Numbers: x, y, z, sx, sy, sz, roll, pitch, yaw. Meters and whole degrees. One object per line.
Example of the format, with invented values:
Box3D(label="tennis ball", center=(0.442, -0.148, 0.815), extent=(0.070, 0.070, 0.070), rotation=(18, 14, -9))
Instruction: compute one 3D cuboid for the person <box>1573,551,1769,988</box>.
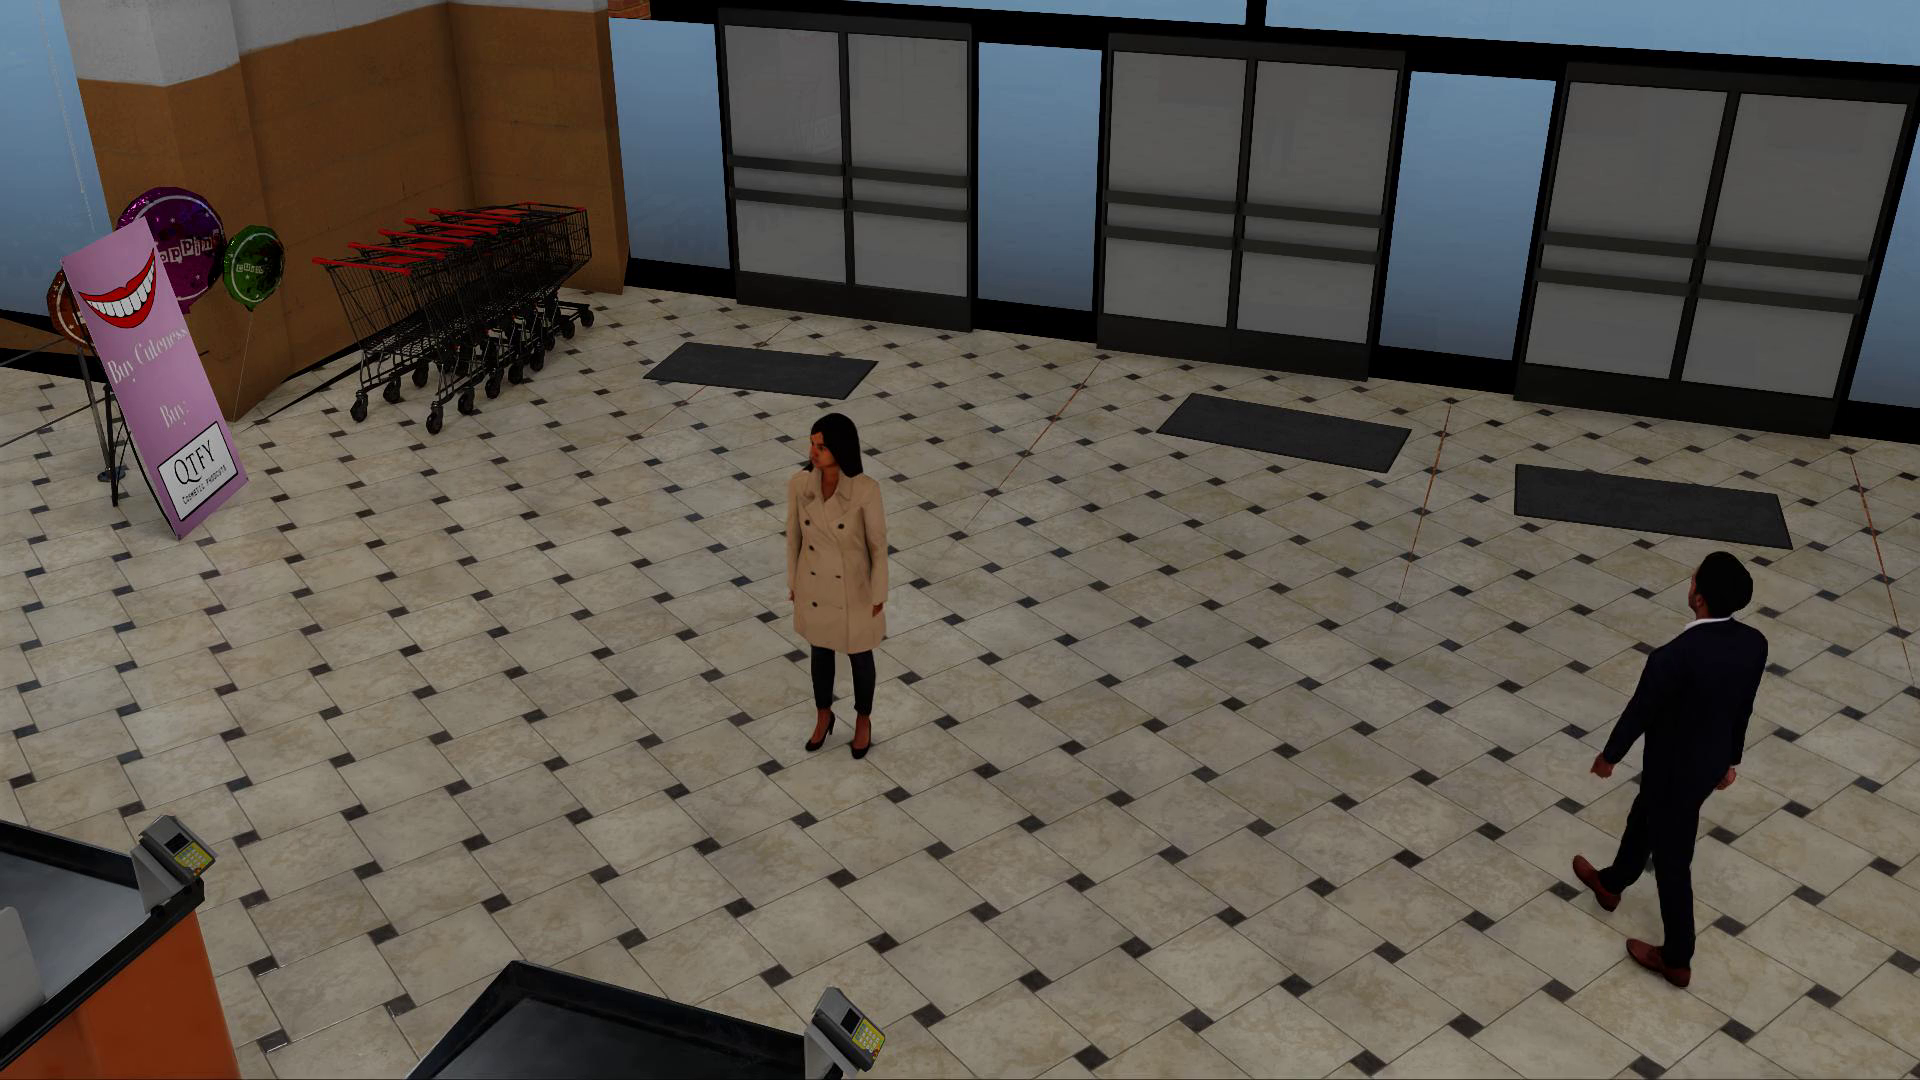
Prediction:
Box3D(label="person", center=(2.667, 0.886, 6.010), extent=(0.989, 1.699, 1.036), rotation=(-14, 30, -26))

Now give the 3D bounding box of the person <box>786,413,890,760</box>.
Box3D(label="person", center=(-0.537, 0.213, 7.359), extent=(0.629, 1.680, 0.516), rotation=(9, 28, 18))
